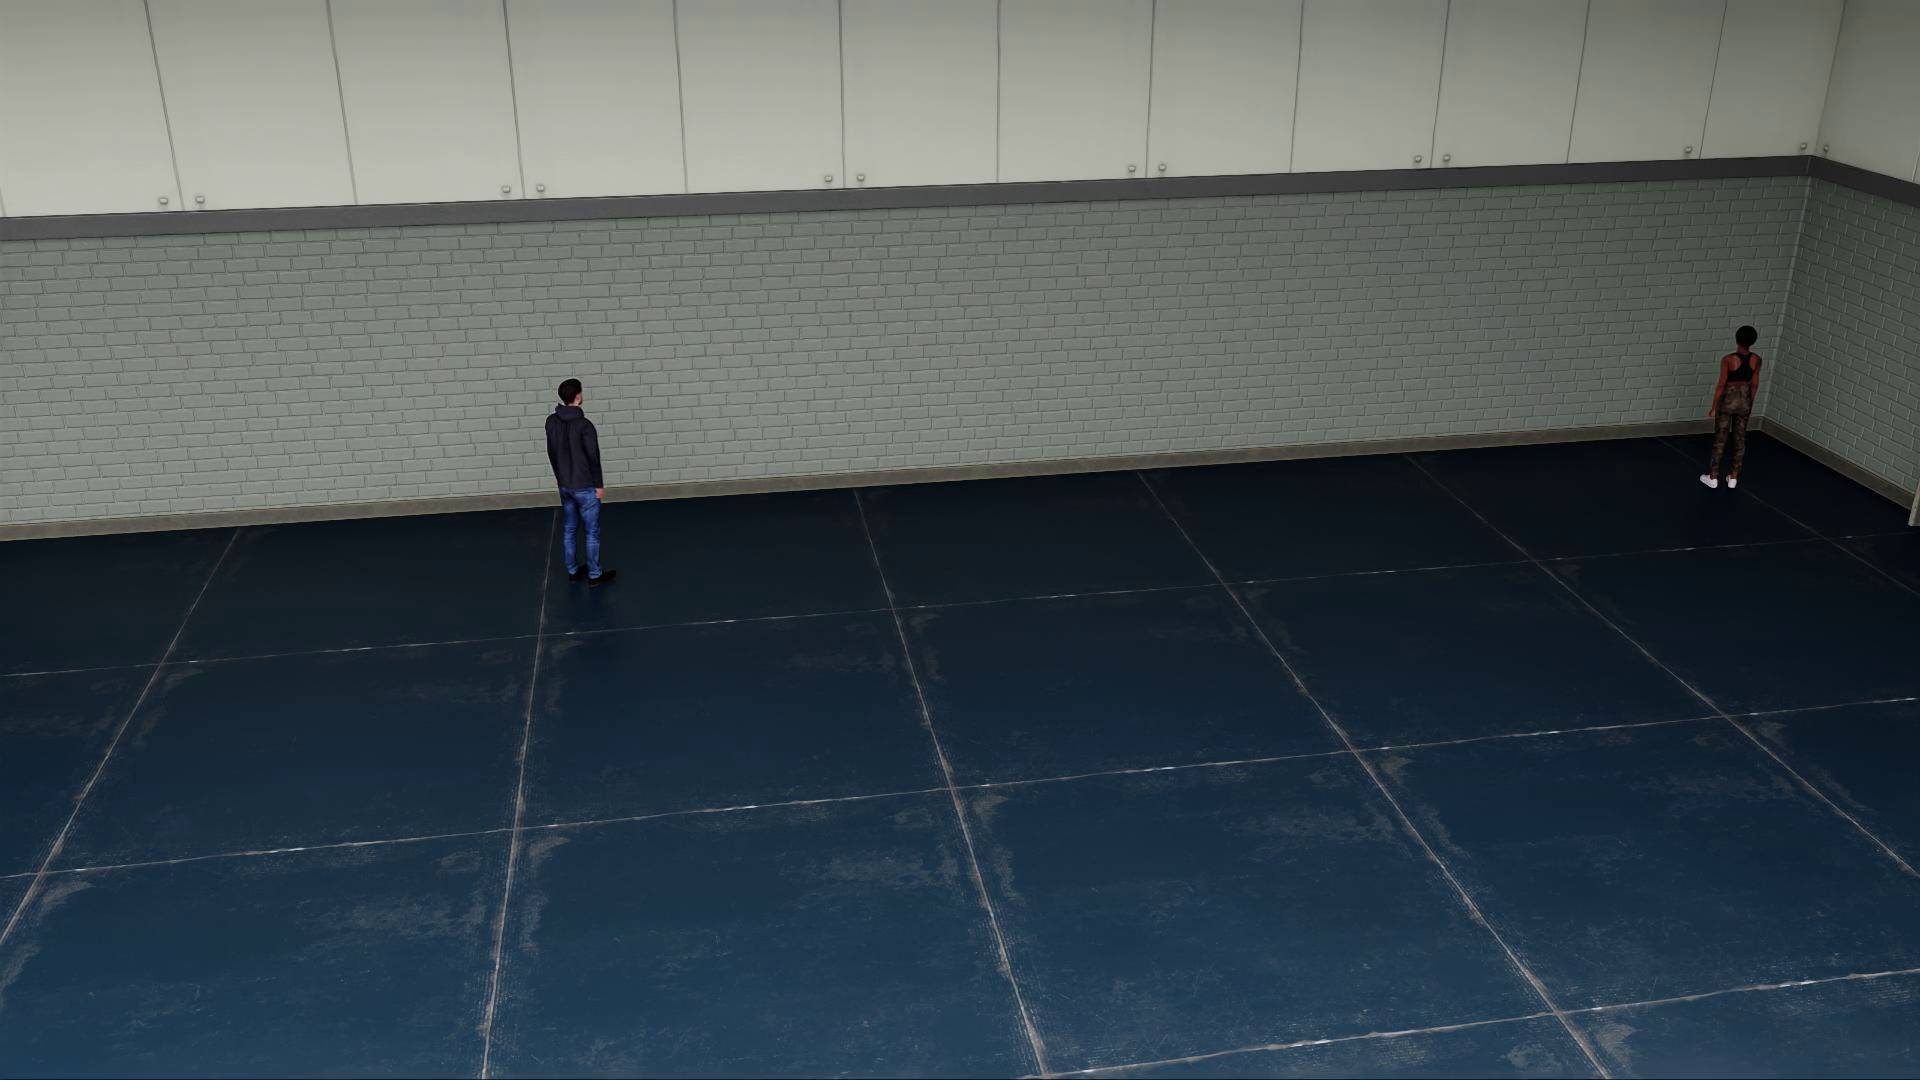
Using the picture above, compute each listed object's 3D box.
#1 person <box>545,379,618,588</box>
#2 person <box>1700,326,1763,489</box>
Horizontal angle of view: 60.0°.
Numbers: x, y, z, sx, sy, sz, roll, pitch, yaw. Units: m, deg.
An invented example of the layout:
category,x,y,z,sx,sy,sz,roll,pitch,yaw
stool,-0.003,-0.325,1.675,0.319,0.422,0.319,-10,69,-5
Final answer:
category,x,y,z,sx,sy,sz,roll,pitch,yaw
person,-3.366,-0.501,14.622,0.761,1.895,0.780,10,25,23
person,7.857,-1.359,16.887,0.620,1.700,0.598,1,23,3
